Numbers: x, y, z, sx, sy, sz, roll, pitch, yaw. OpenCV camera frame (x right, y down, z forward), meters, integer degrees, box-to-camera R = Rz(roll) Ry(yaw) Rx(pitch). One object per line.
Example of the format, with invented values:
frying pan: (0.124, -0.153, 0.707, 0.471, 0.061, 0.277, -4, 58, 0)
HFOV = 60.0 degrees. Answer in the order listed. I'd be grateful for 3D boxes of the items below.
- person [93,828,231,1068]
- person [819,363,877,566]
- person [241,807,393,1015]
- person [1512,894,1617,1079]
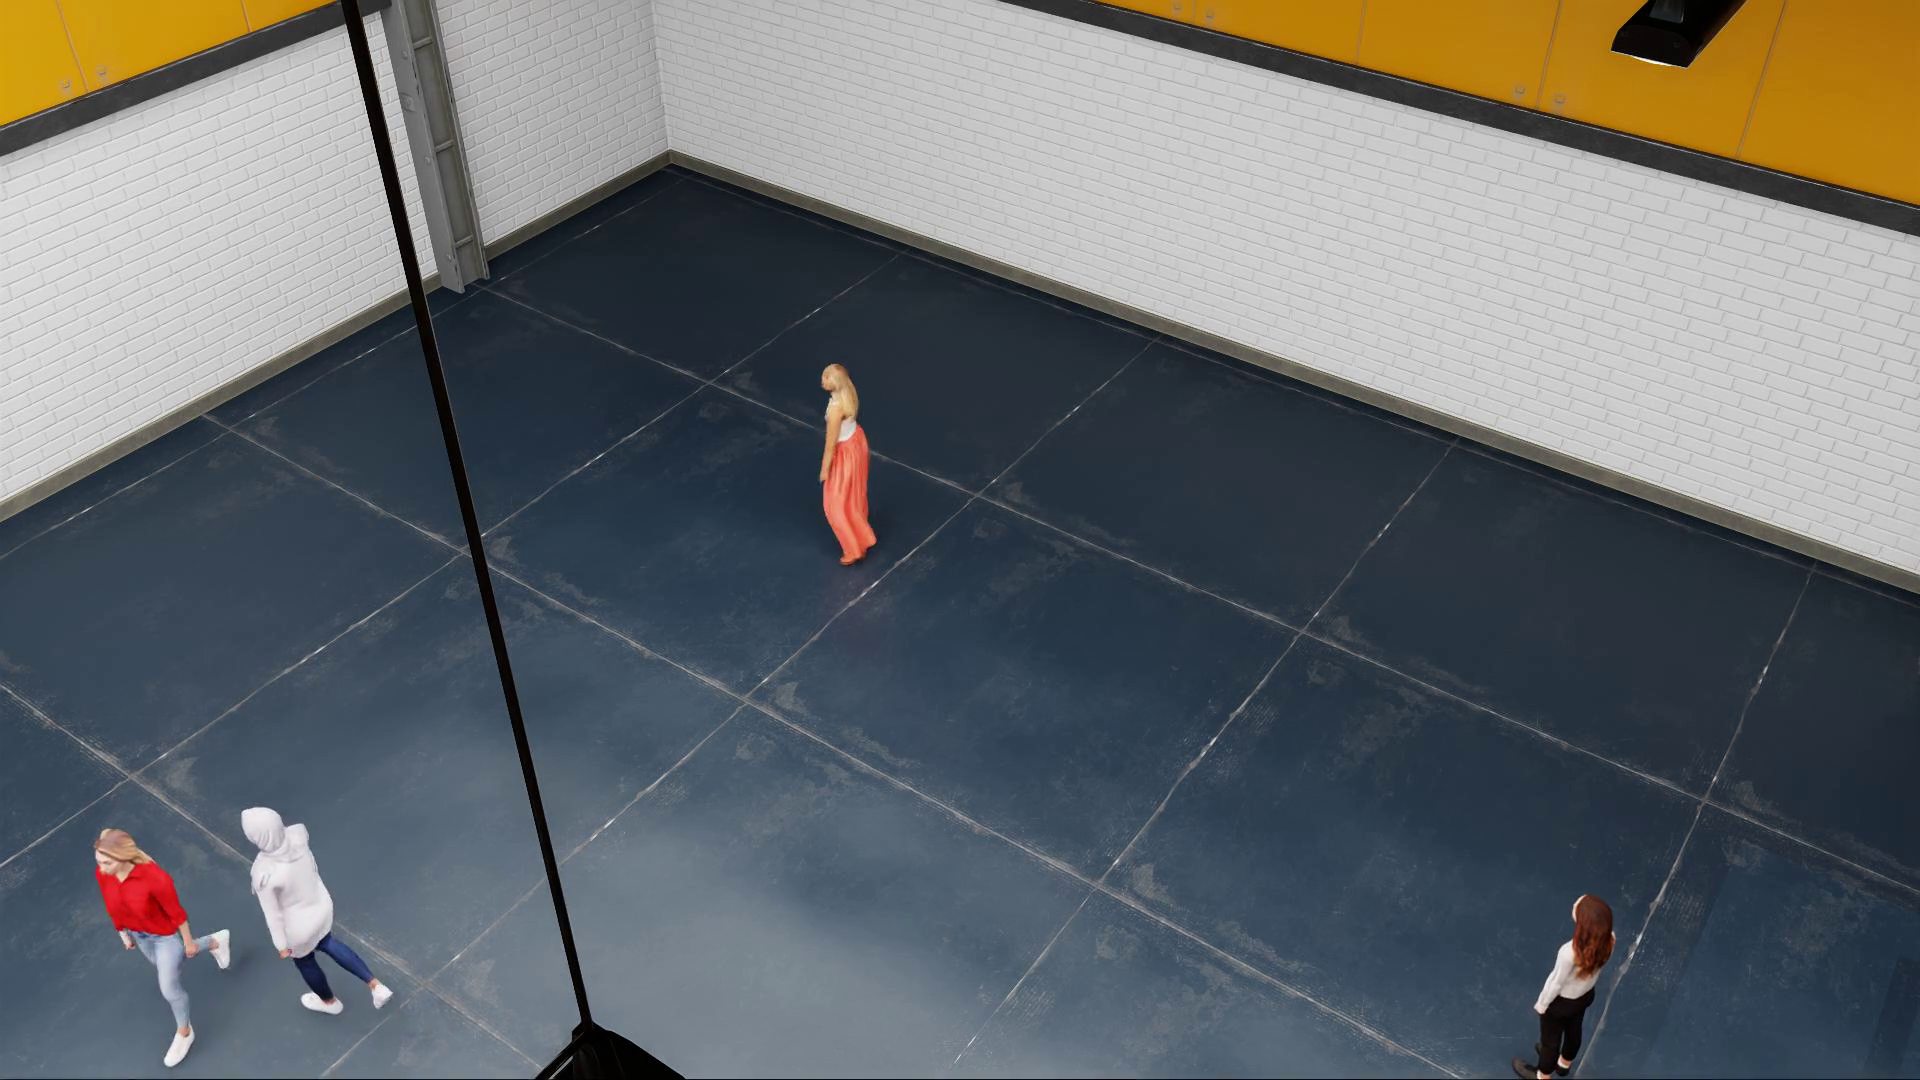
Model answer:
person: (-4.505, 2.179, 9.433, 0.881, 1.683, 1.116, 7, 39, 9)
person: (-0.861, -0.686, 12.941, 0.889, 1.783, 0.699, 21, 43, 25)
person: (-3.629, 2.152, 9.406, 0.818, 1.758, 0.892, 13, 40, 16)
person: (3.380, 2.507, 9.184, 0.541, 1.480, 0.663, -20, 43, -23)
